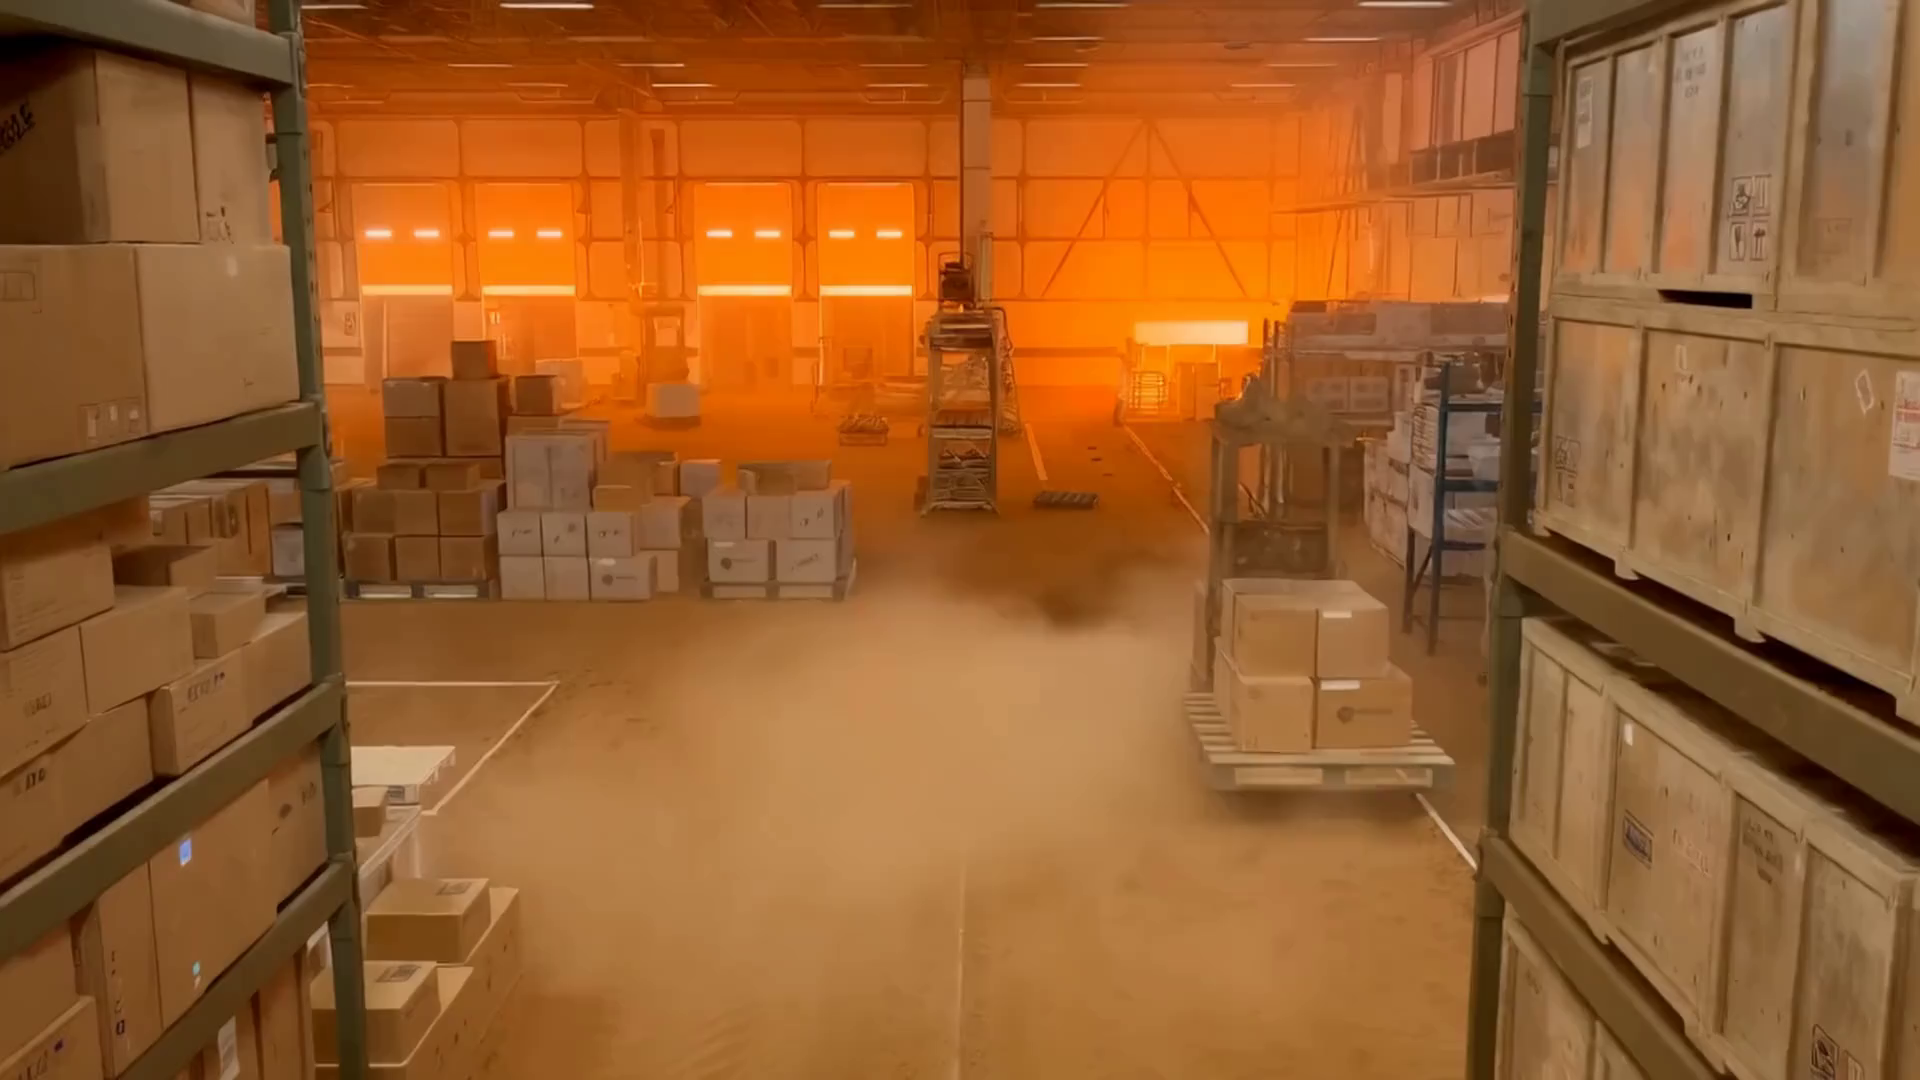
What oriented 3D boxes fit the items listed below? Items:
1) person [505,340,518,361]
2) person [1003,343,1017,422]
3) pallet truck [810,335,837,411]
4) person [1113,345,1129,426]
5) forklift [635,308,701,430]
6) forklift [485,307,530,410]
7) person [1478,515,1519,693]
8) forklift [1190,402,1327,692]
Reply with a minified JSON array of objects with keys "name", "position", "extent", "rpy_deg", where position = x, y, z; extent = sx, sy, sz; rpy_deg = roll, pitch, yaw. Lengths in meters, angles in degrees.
[{"name":"person","position":[-11.556,-4.225,42.945],"extent":[0.337,1.883,0.584],"rpy_deg":[0,10,1]},{"name":"person","position":[1.205,-3.849,40.624],"extent":[0.356,1.936,0.635],"rpy_deg":[0,10,1]},{"name":"pallet truck","position":[-3.021,-4.312,43.126],"extent":[1.885,1.965,0.823],"rpy_deg":[3,10,17]},{"name":"person","position":[3.840,-3.682,39.667],"extent":[0.373,1.934,0.551],"rpy_deg":[0,10,1]},{"name":"forklift","position":[-6.908,-4.075,39.210],"extent":[1.129,2.768,1.873],"rpy_deg":[-5,11,-26]},{"name":"forklift","position":[-10.754,-4.150,39.646],"extent":[1.129,2.768,1.873],"rpy_deg":[0,10,1]},{"name":"person","position":[5.140,0.462,15.749],"extent":[0.352,1.937,0.635],"rpy_deg":[0,10,1]},{"name":"forklift","position":[2.698,0.174,14.697],"extent":[1.129,2.768,1.873],"rpy_deg":[0,10,1]}]
